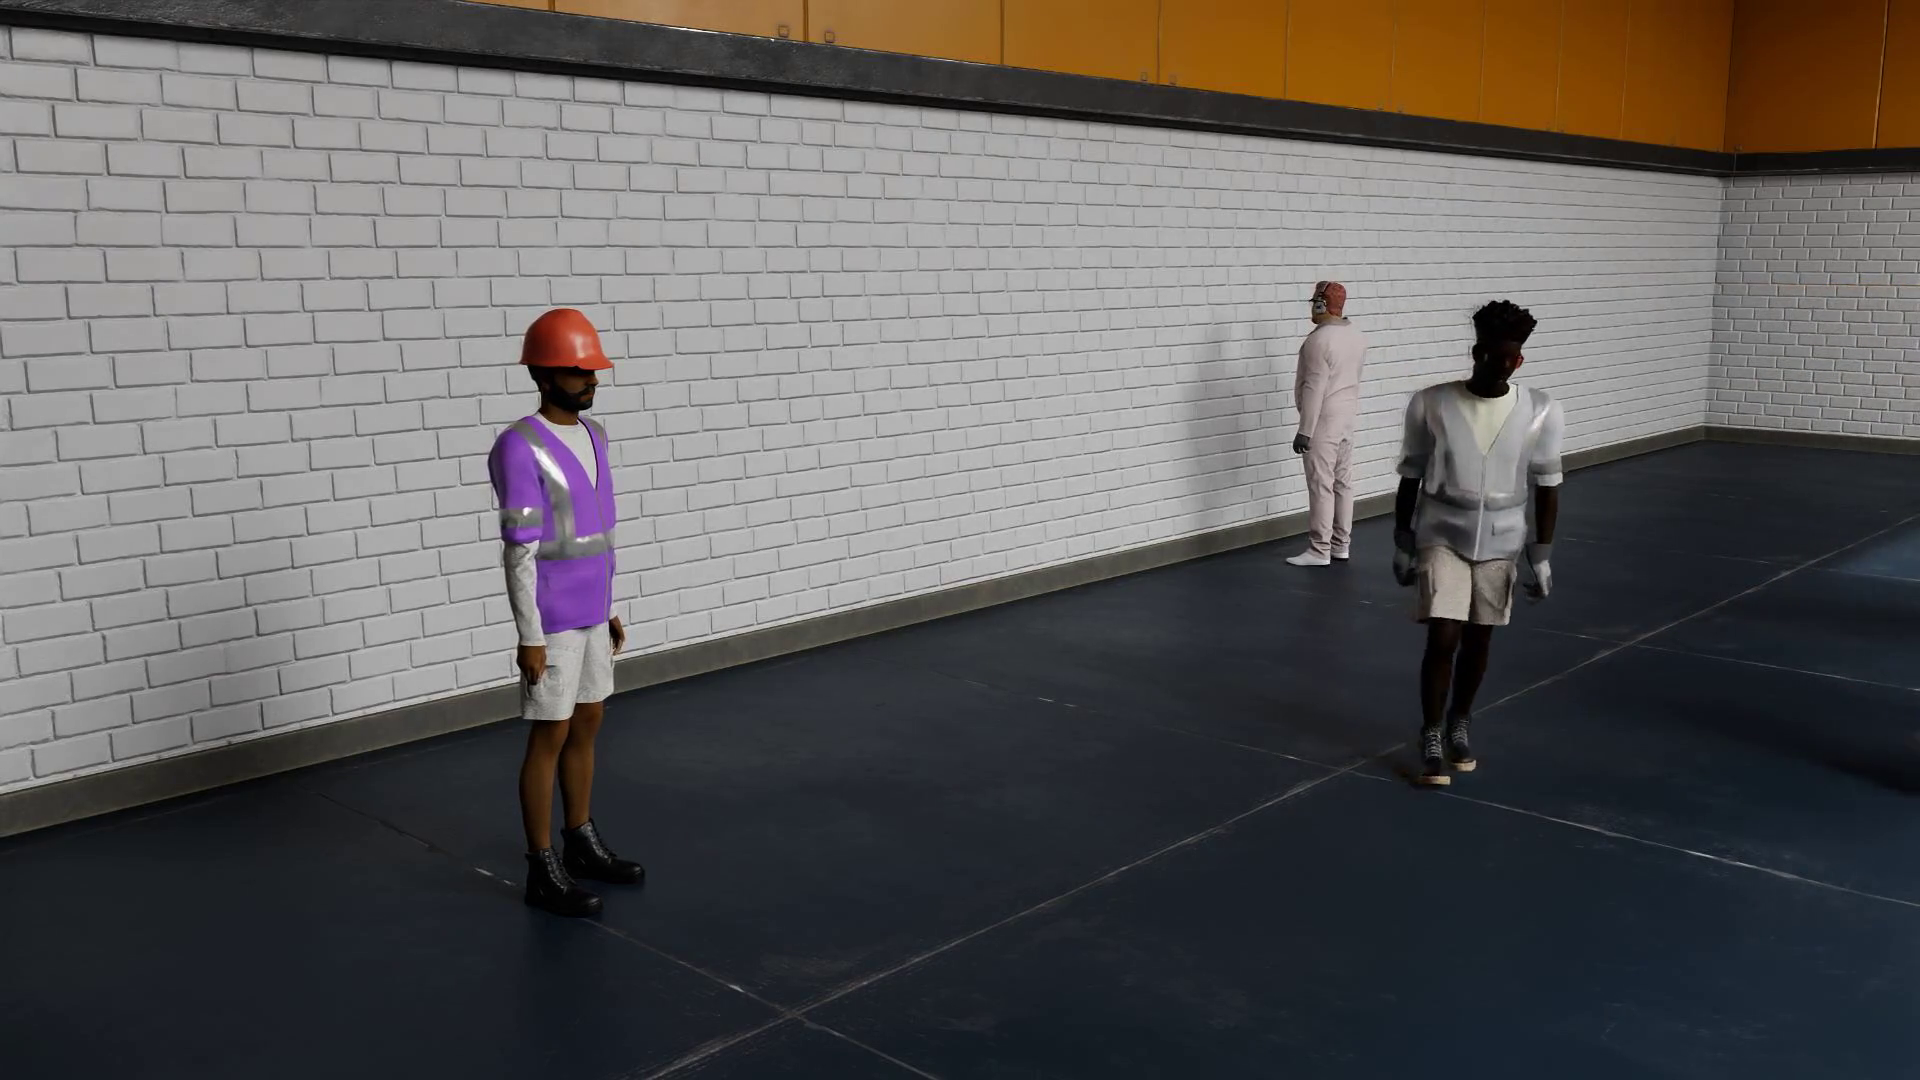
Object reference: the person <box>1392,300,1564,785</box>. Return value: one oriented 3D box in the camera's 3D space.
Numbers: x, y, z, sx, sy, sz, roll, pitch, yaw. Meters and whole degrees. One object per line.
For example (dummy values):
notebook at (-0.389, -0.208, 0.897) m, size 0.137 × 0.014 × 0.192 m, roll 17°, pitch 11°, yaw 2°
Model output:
person at (2.037, 0.018, 6.581) m, size 0.618 × 1.925 × 0.736 m, roll 1°, pitch 10°, yaw 6°

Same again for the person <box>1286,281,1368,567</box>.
person at (2.438, -0.773, 11.159) m, size 0.406 × 1.911 × 0.639 m, roll 9°, pitch 13°, yaw 41°

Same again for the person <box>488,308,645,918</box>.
person at (-1.250, 0.229, 5.369) m, size 0.356 × 1.937 × 0.552 m, roll 3°, pitch 10°, yaw 17°
